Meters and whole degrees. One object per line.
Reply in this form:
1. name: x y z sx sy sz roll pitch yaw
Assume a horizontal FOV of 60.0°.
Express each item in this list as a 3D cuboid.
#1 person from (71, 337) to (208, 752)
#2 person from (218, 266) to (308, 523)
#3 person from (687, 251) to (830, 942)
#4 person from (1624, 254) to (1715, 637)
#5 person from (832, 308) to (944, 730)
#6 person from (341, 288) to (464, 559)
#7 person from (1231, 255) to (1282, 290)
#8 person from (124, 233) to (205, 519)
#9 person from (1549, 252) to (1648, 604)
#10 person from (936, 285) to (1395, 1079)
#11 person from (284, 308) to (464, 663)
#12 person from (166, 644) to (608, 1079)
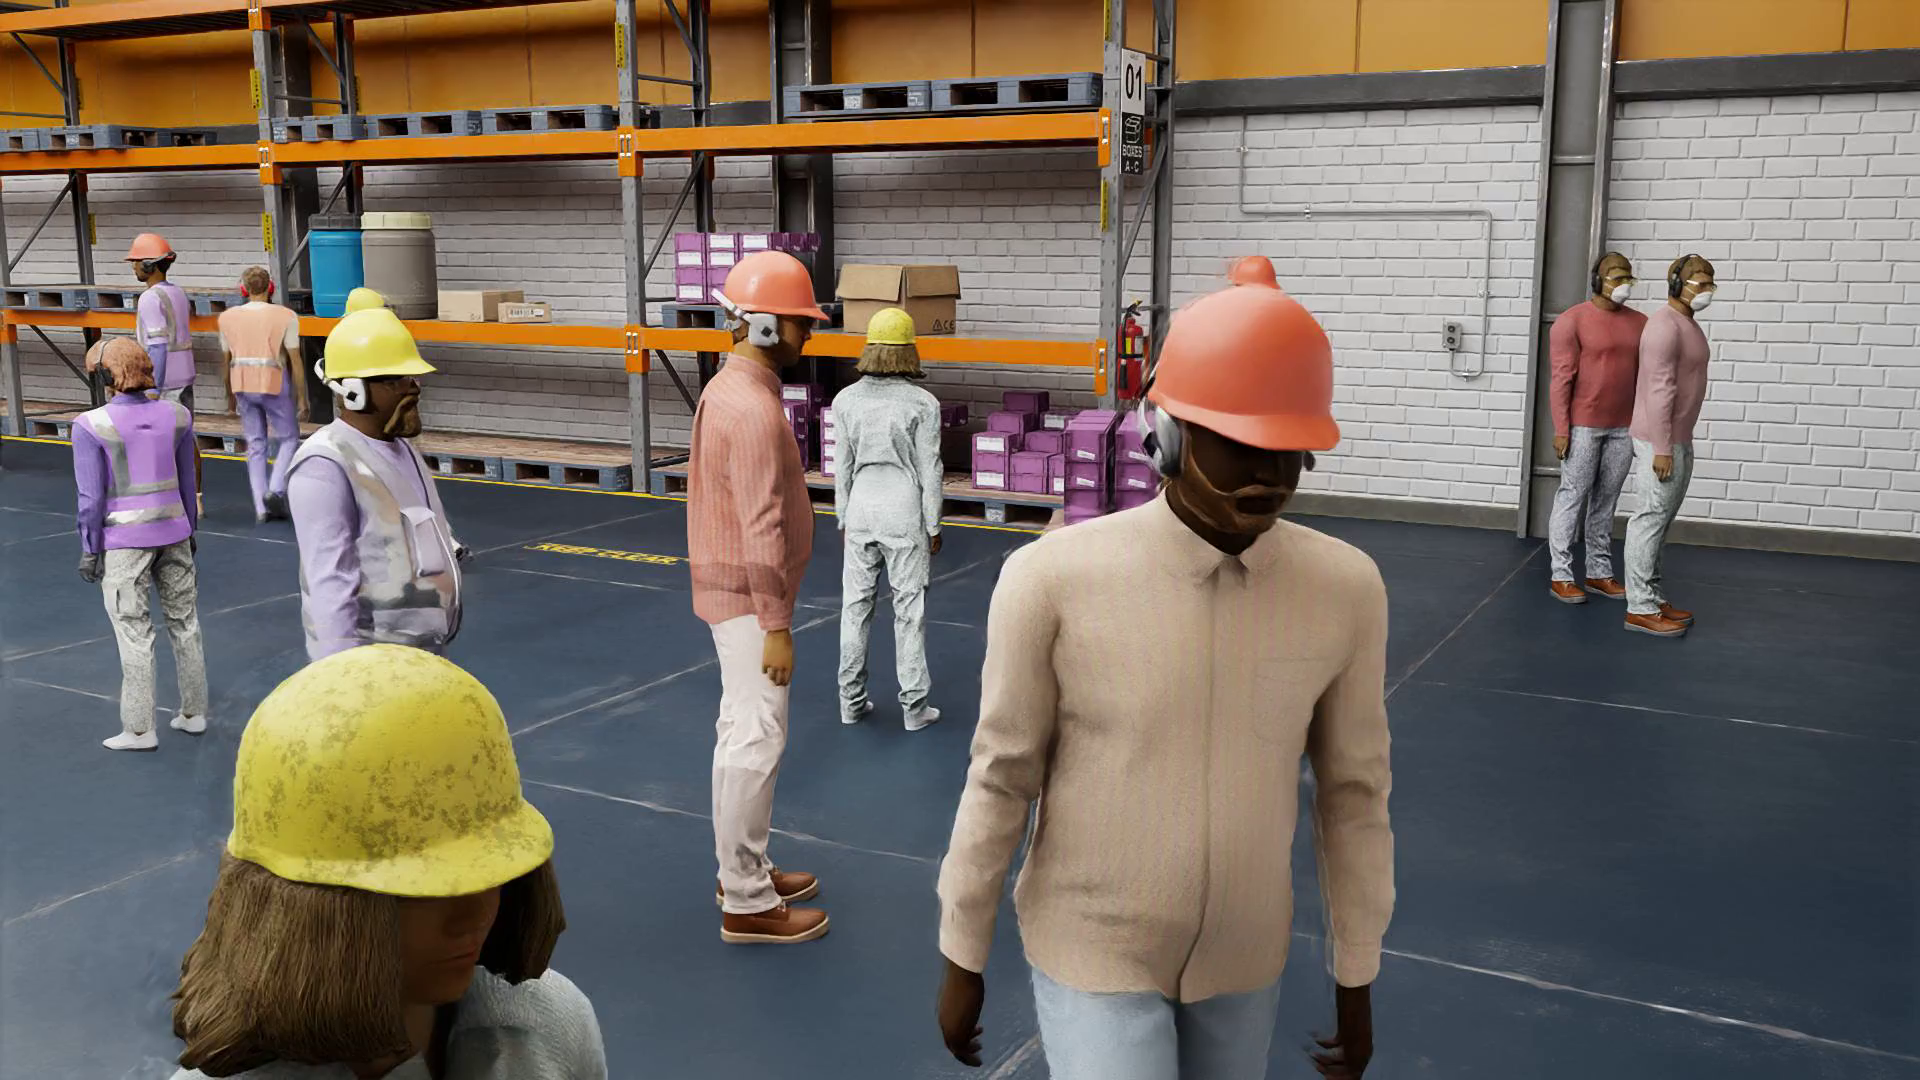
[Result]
1. person: -3.230 0.019 6.573 0.308 1.639 0.510 5 12 28
2. person: -4.928 -1.022 11.778 0.603 1.819 0.428 0 10 -1
3. person: -0.569 0.174 4.792 0.412 1.982 0.622 -3 11 -14
4. person: 3.644 -0.489 8.544 0.376 1.936 0.627 7 12 33
5. person: -0.292 -0.087 6.897 0.485 1.735 0.335 4 11 22
6. person: -3.409 -0.626 9.851 0.809 1.730 0.527 1 10 7
7. person: 1.721 -0.715 9.843 0.680 1.909 0.608 7 12 32
8. person: -5.589 -1.115 11.678 0.393 2.044 0.609 -1 10 -5
9. person: 3.553 -0.619 9.248 0.632 1.940 0.372 -4 11 -20
10. person: 0.302 0.607 2.476 0.663 1.950 0.601 -3 11 -17
11. person: -1.546 0.300 4.496 0.404 1.835 0.586 0 10 2
12. person: -0.357 0.931 1.339 0.798 1.709 0.508 5 12 27
